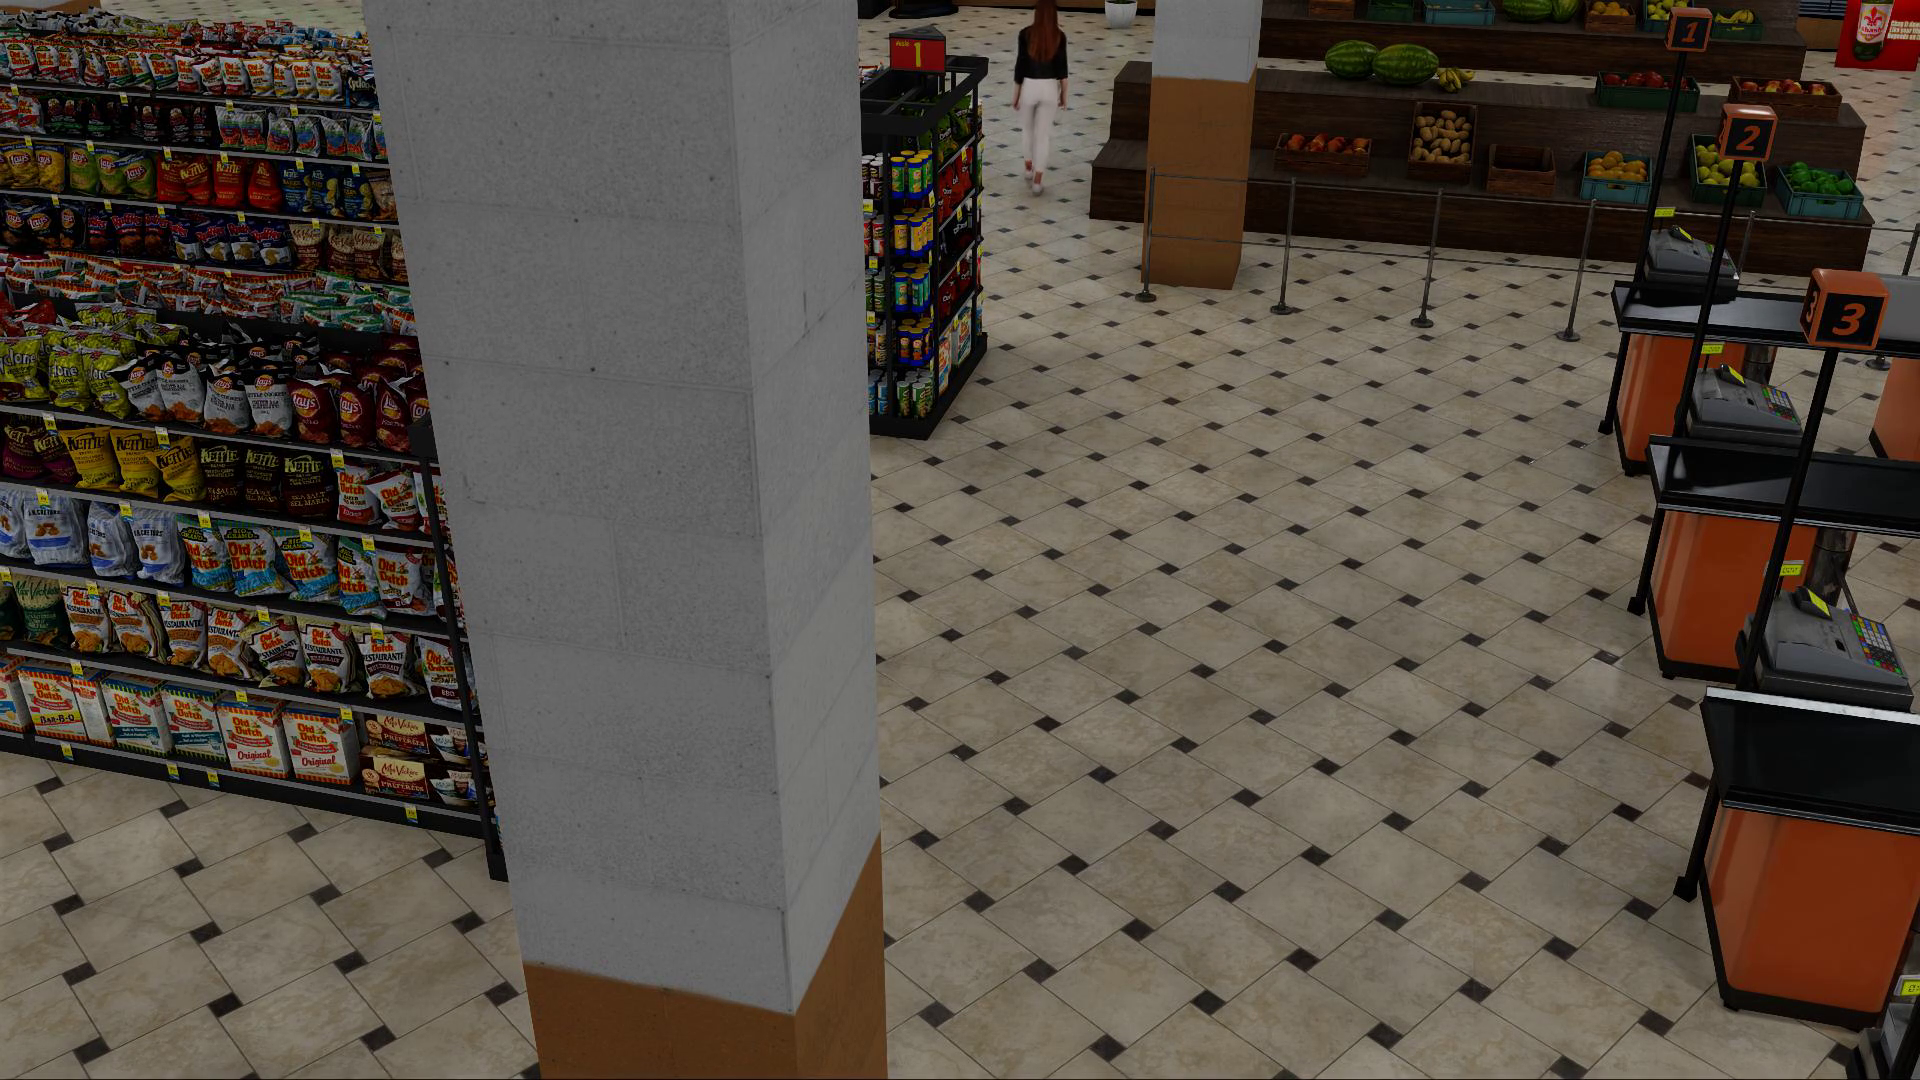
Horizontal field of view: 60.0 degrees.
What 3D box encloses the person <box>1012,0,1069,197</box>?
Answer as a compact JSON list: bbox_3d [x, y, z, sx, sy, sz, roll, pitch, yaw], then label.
[{"bbox_3d":[0.681,-3.817,14.348,0.856,1.683,0.753,3,29,5],"label":"person"}]
